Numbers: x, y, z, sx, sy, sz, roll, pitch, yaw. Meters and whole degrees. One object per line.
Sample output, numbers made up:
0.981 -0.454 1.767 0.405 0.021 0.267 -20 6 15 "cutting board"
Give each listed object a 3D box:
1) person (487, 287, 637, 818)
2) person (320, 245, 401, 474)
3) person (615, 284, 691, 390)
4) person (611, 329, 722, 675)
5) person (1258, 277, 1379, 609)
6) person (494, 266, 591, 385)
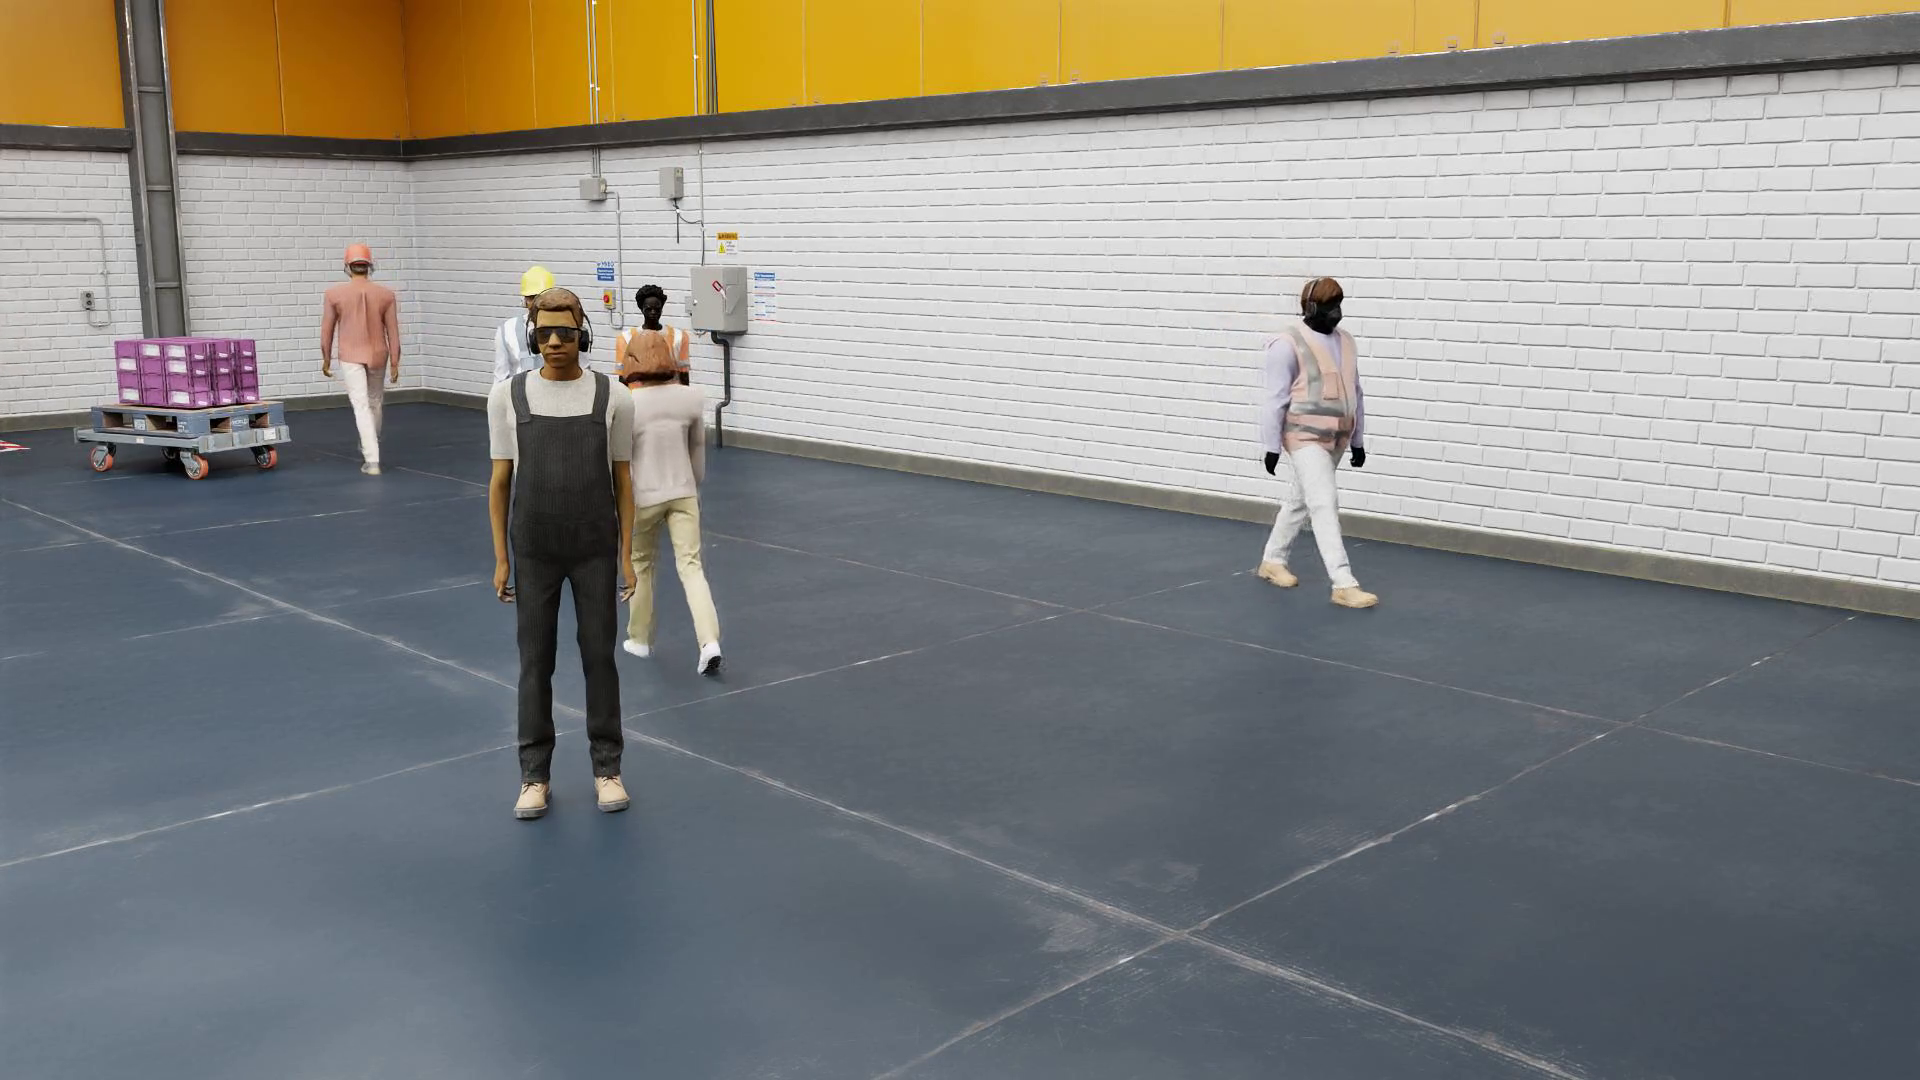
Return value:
-1.374 0.049 5.810 0.507 1.846 0.346 -3 11 -14 "person"
-5.212 -1.575 14.430 0.613 1.930 1.049 -7 13 -34 "person"
-2.123 -0.928 11.565 0.530 1.689 0.322 -4 11 -22 "person"
-1.373 -0.181 7.742 0.511 1.598 0.832 -6 12 -30 "person"
2.003 -0.565 9.316 0.639 1.797 0.945 -8 13 -37 "person"
-2.583 -0.777 10.349 0.600 1.829 0.404 -3 11 -14 "person"
